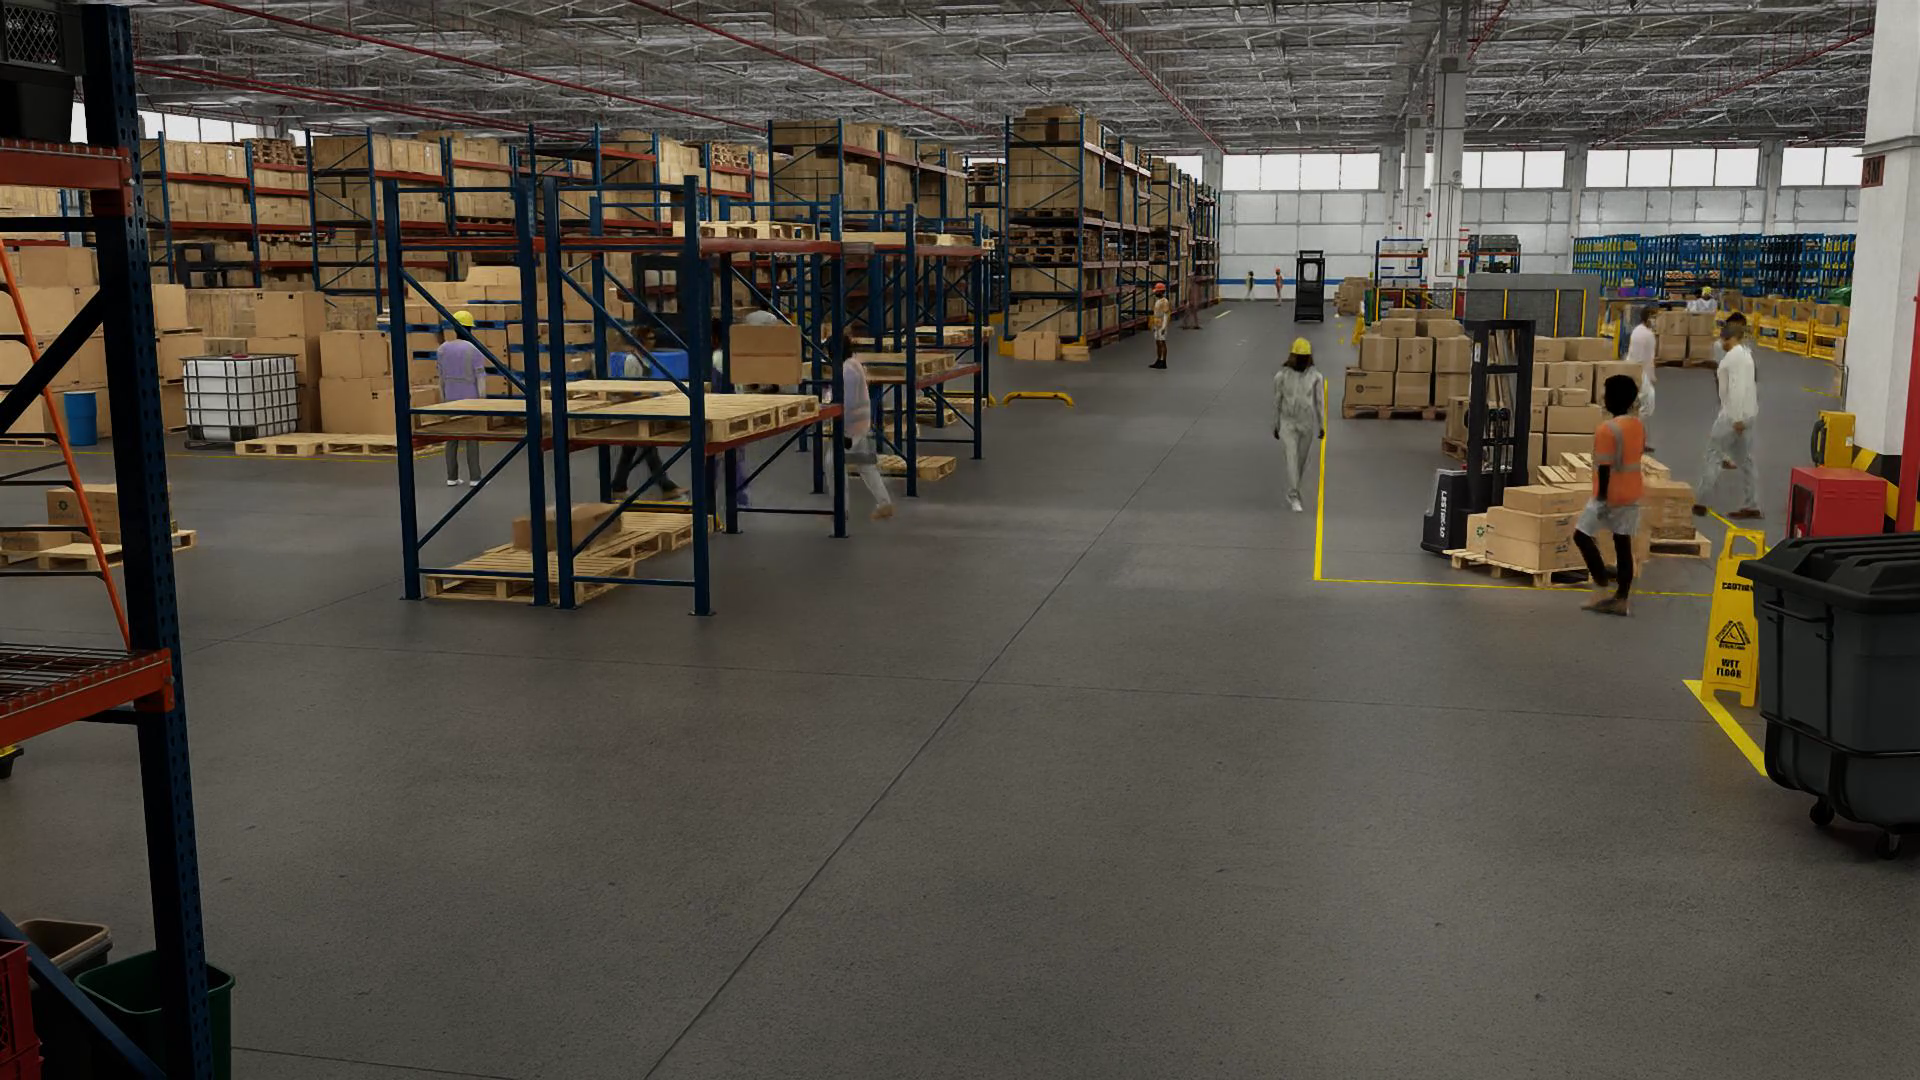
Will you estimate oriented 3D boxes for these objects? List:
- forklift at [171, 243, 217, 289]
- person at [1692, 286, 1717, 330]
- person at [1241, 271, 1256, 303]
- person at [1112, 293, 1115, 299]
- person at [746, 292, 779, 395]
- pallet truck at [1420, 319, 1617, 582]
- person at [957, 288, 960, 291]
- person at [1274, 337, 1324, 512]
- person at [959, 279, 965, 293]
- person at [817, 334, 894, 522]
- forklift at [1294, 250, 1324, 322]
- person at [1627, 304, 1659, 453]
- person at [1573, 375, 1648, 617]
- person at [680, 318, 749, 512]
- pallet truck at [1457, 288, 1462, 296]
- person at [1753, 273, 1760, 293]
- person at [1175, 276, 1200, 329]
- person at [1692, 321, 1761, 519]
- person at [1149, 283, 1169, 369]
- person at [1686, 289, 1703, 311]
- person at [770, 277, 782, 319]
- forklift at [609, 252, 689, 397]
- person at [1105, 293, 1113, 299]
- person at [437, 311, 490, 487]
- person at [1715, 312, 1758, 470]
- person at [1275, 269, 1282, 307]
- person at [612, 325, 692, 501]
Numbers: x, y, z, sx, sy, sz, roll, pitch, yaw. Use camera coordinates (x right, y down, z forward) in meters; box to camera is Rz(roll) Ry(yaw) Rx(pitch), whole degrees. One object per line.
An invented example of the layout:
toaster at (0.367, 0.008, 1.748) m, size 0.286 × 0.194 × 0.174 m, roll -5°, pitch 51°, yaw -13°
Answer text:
forklift at (-16.724, -5.109, 36.462) m, size 1.873 × 2.768 × 1.129 m, roll 3°, pitch 10°, yaw 19°
person at (18.765, -5.500, 41.984) m, size 0.608 × 1.805 × 0.884 m, roll 2°, pitch 10°, yaw 11°
person at (16.226, -14.181, 93.335) m, size 0.733 × 1.814 × 0.622 m, roll -3°, pitch 10°, yaw -16°
person at (6.468, -10.241, 70.534) m, size 0.277 × 1.632 × 0.502 m, roll -2°, pitch 10°, yaw -9°
person at (-3.226, -3.164, 27.753) m, size 0.611 × 1.935 × 0.853 m, roll 4°, pitch 10°, yaw 21°
pallet truck at (4.543, -0.757, 13.299) m, size 0.823 × 1.965 × 1.885 m, roll -4°, pitch 10°, yaw -22°
person at (-0.201, -8.563, 60.108) m, size 0.918 × 1.808 × 0.634 m, roll 2°, pitch 10°, yaw 12°
person at (3.355, -1.170, 16.575) m, size 0.497 × 1.712 × 0.796 m, roll 0°, pitch 10°, yaw -1°
person at (0.026, -12.024, 80.641) m, size 0.606 × 1.783 × 0.918 m, roll 4°, pitch 10°, yaw 20°
person at (-0.976, -1.044, 15.652) m, size 0.756 × 1.797 × 0.690 m, roll 0°, pitch 10°, yaw 2°
forklift at (13.778, -10.002, 65.433) m, size 1.129 × 2.768 × 1.873 m, roll 2°, pitch 10°, yaw 12°
person at (8.651, -2.042, 21.158) m, size 0.468 × 1.916 × 0.652 m, roll 4°, pitch 11°, yaw 25°
person at (4.523, -0.306, 11.550) m, size 0.545 × 1.675 × 0.428 m, roll -6°, pitch 11°, yaw -33°
person at (-2.450, -1.215, 16.316) m, size 0.873 × 1.887 × 0.619 m, roll 2°, pitch 10°, yaw 10°
pallet truck at (20.506, -9.785, 68.819) m, size 0.653 × 1.274 × 1.630 m, roll 2°, pitch 10°, yaw 12°
person at (41.228, -12.989, 86.225) m, size 0.586 × 1.826 × 0.475 m, roll 1°, pitch 10°, yaw 5°
person at (8.114, -8.401, 58.943) m, size 0.949 × 1.865 × 0.642 m, roll 4°, pitch 11°, yaw 24°
person at (7.355, -1.146, 15.967) m, size 0.823 × 1.878 × 0.701 m, roll 8°, pitch 12°, yaw 39°
person at (4.531, -4.857, 37.758) m, size 0.361 × 1.938 × 0.545 m, roll -3°, pitch 10°, yaw -17°
person at (20.049, -5.999, 45.321) m, size 0.537 × 1.673 × 0.785 m, roll 3°, pitch 10°, yaw 15°
person at (-5.972, -7.588, 53.986) m, size 0.375 × 1.915 × 0.598 m, roll -3°, pitch 10°, yaw -19°
forklift at (-4.578, -3.268, 25.557) m, size 1.129 × 2.768 × 1.873 m, roll 2°, pitch 10°, yaw 12°
person at (5.295, -8.340, 59.096) m, size 0.371 × 1.686 × 0.550 m, roll 2°, pitch 10°, yaw 9°
person at (-5.409, -1.534, 18.155) m, size 0.585 × 1.917 × 0.409 m, roll 3°, pitch 10°, yaw 17°
person at (9.174, -1.751, 19.615) m, size 0.534 × 1.852 × 0.419 m, roll 1°, pitch 10°, yaw 5°
person at (16.680, -13.219, 87.147) m, size 0.408 × 1.986 × 0.608 m, roll 1°, pitch 10°, yaw 6°
person at (-3.145, -1.275, 16.926) m, size 0.943 × 1.800 × 0.524 m, roll 1°, pitch 10°, yaw 5°
